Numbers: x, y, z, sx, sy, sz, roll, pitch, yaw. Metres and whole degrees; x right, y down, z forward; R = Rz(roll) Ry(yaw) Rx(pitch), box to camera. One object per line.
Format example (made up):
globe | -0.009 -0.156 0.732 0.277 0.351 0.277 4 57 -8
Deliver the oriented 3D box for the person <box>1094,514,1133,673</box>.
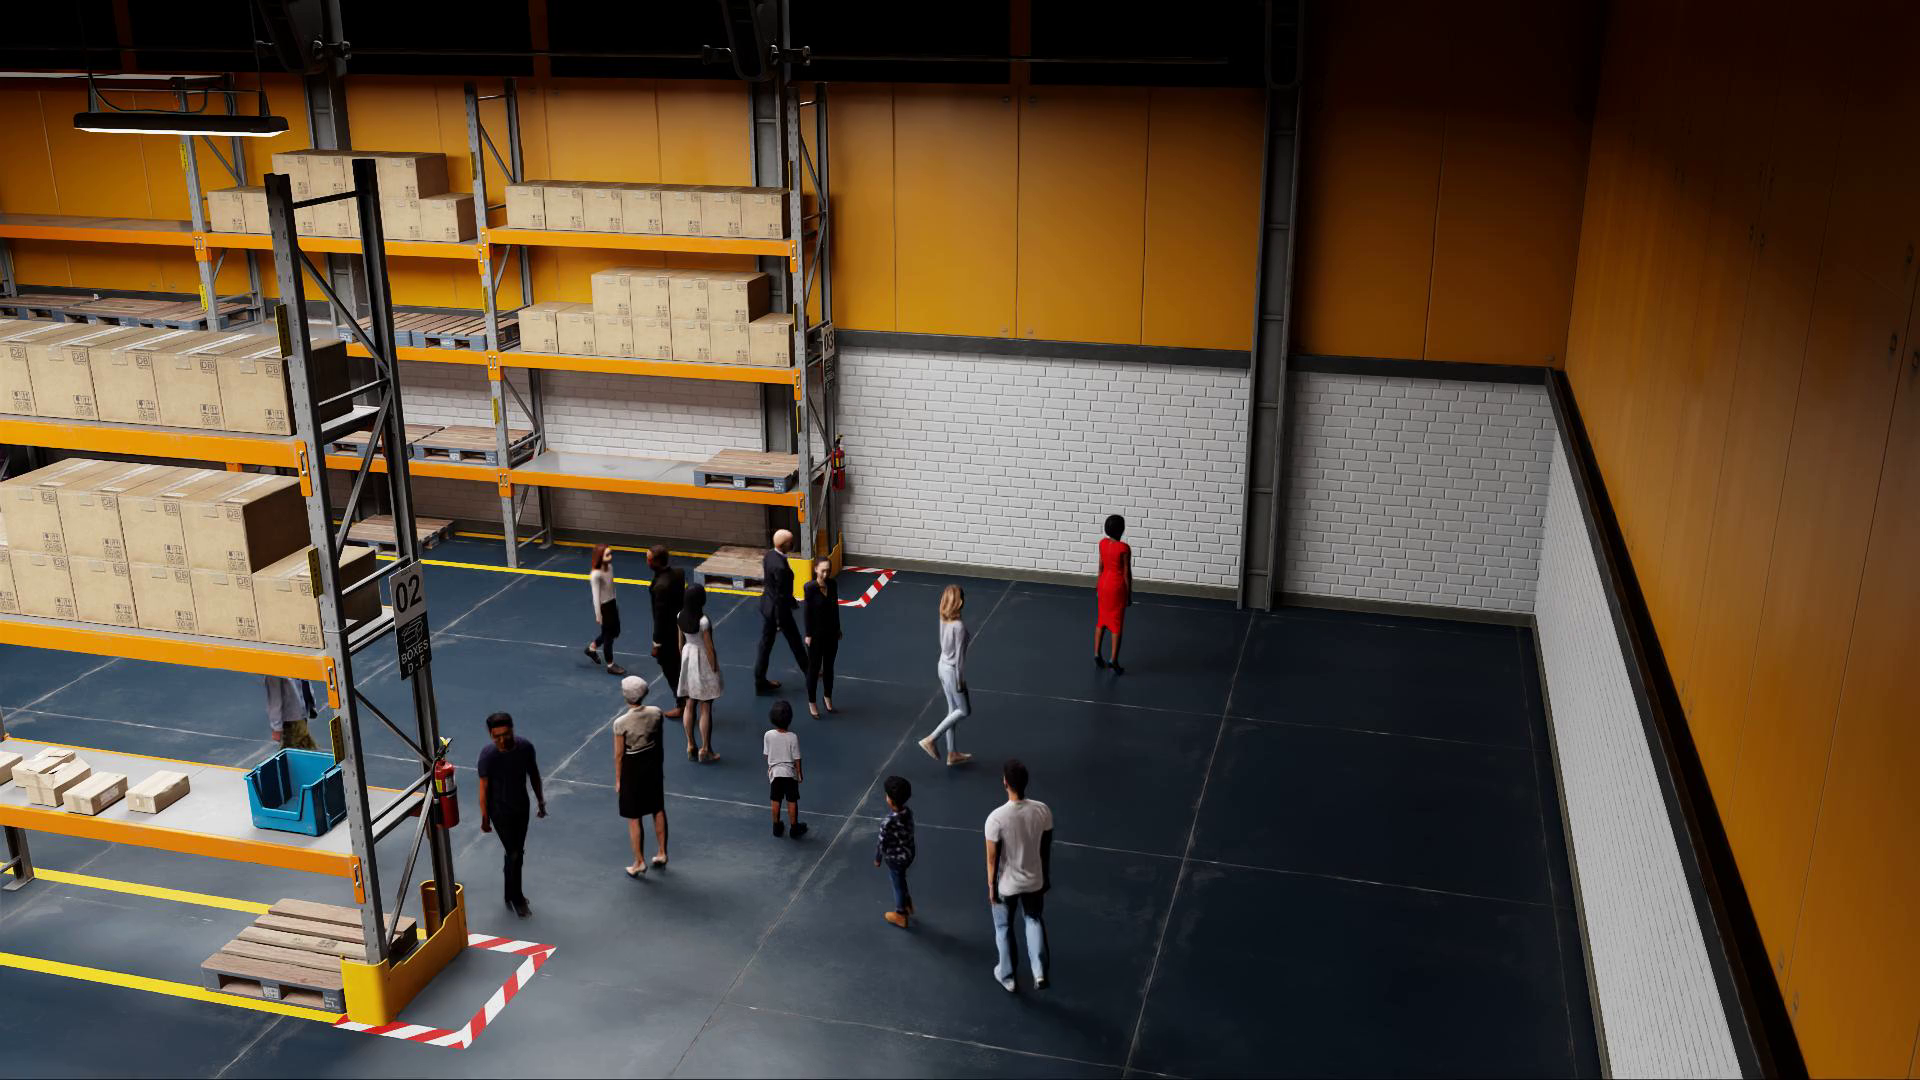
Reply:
person | 1.632 0.573 17.873 0.626 1.736 0.723 17 25 41

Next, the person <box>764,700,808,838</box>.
person | -1.531 1.980 14.434 0.444 1.265 0.543 4 19 13

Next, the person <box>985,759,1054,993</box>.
person | 0.457 2.488 12.012 0.925 1.848 0.961 -6 19 -17

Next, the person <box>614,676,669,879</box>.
person | -2.624 1.955 13.748 0.689 1.751 0.708 -16 24 -39

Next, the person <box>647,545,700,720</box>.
person | -2.784 0.945 16.540 0.668 1.882 0.728 5 19 16

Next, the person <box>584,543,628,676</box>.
person | -3.857 0.729 17.821 0.712 1.474 0.545 5 19 15

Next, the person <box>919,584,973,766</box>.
person | -0.155 1.300 15.665 0.906 1.767 0.831 -7 20 -20

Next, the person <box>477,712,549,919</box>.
person | -3.626 2.121 13.242 0.854 1.759 0.807 16 24 39

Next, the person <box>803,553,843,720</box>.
person | -1.390 0.965 16.749 0.636 1.712 0.649 -15 24 -38

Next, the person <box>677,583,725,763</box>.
person | -2.485 1.253 15.796 0.696 1.773 0.802 13 23 34

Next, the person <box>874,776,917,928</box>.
person | -0.445 2.461 13.042 0.569 1.242 0.562 13 23 34

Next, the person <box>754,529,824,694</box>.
person | -1.975 0.765 17.273 1.171 1.756 1.094 -10 21 -26
